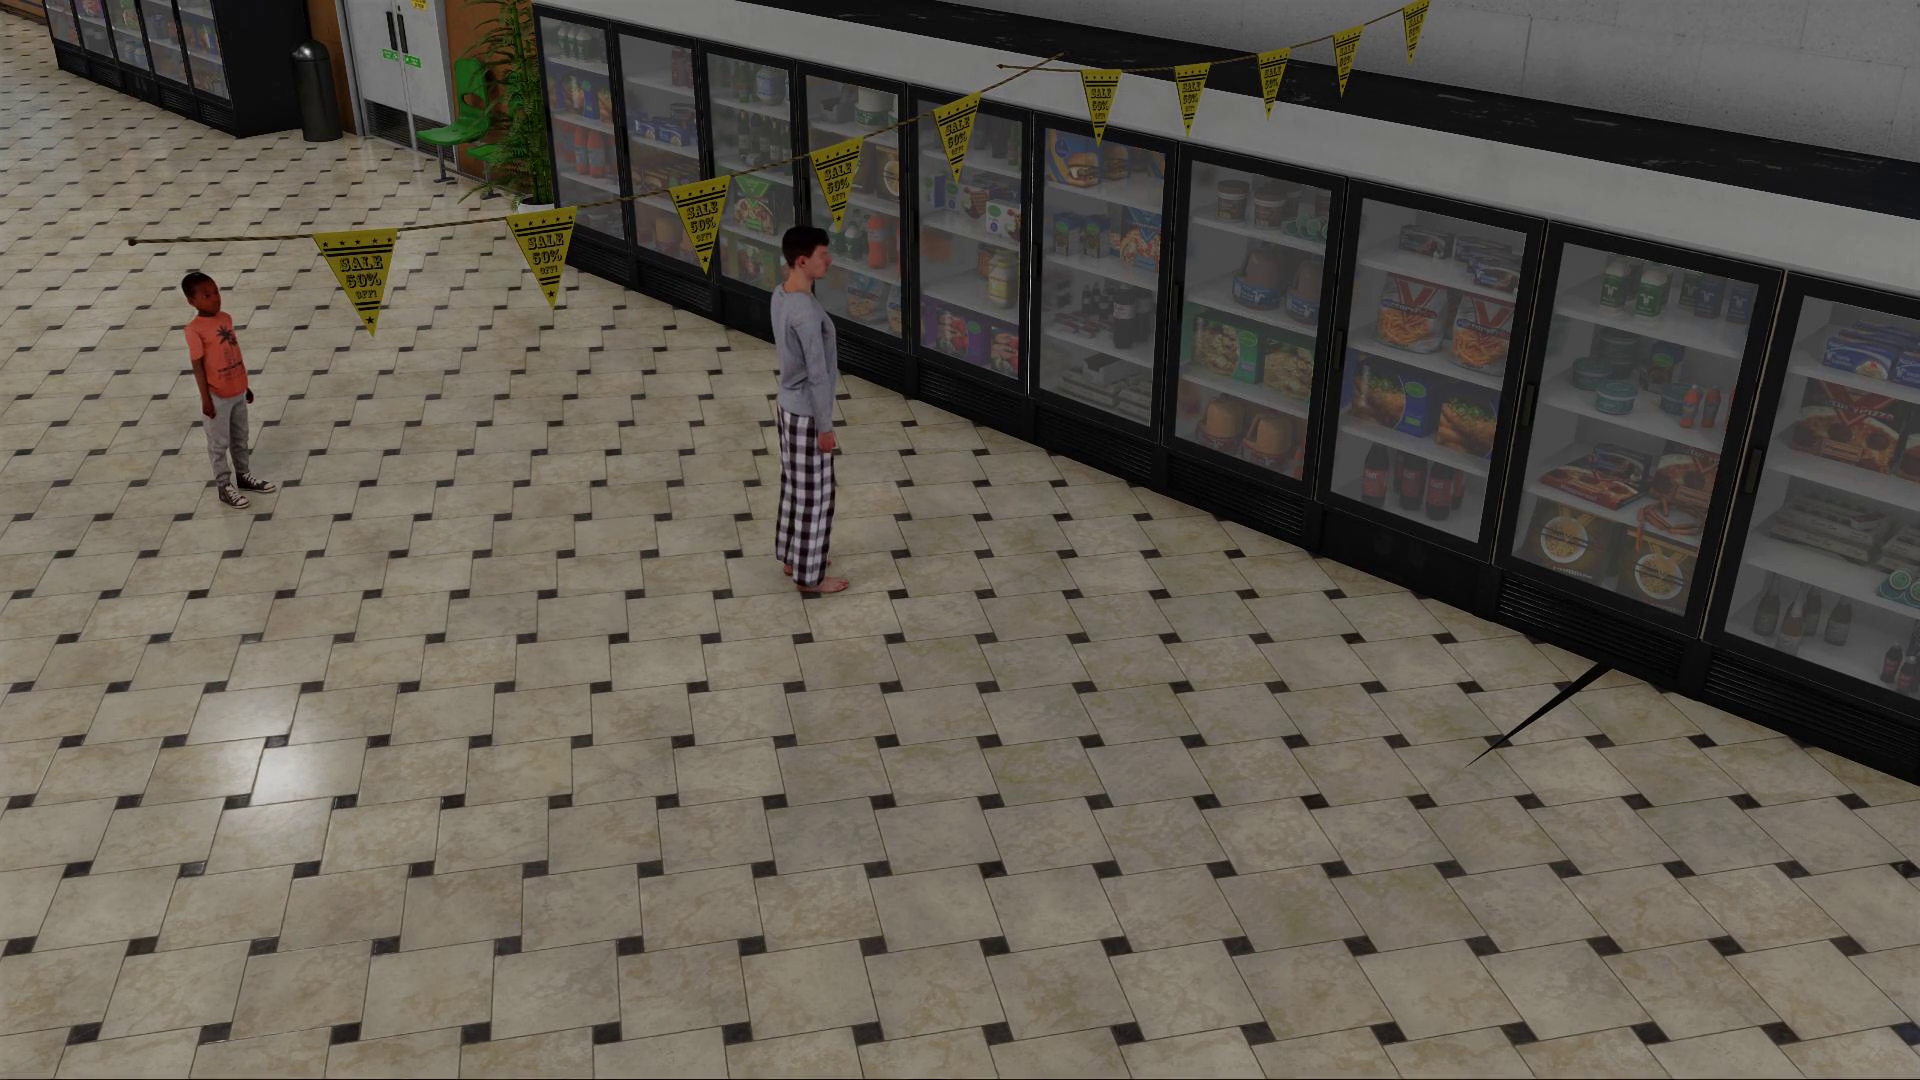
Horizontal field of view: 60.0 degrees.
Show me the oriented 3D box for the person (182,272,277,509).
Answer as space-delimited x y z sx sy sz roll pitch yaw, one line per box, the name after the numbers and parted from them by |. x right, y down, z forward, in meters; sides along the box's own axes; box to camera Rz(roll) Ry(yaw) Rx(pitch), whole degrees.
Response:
-4.063 -0.839 9.142 0.610 1.310 0.504 10 29 19 | person

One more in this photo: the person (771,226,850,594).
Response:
-0.760 -0.632 8.140 0.683 1.847 0.702 -10 29 -20 | person
